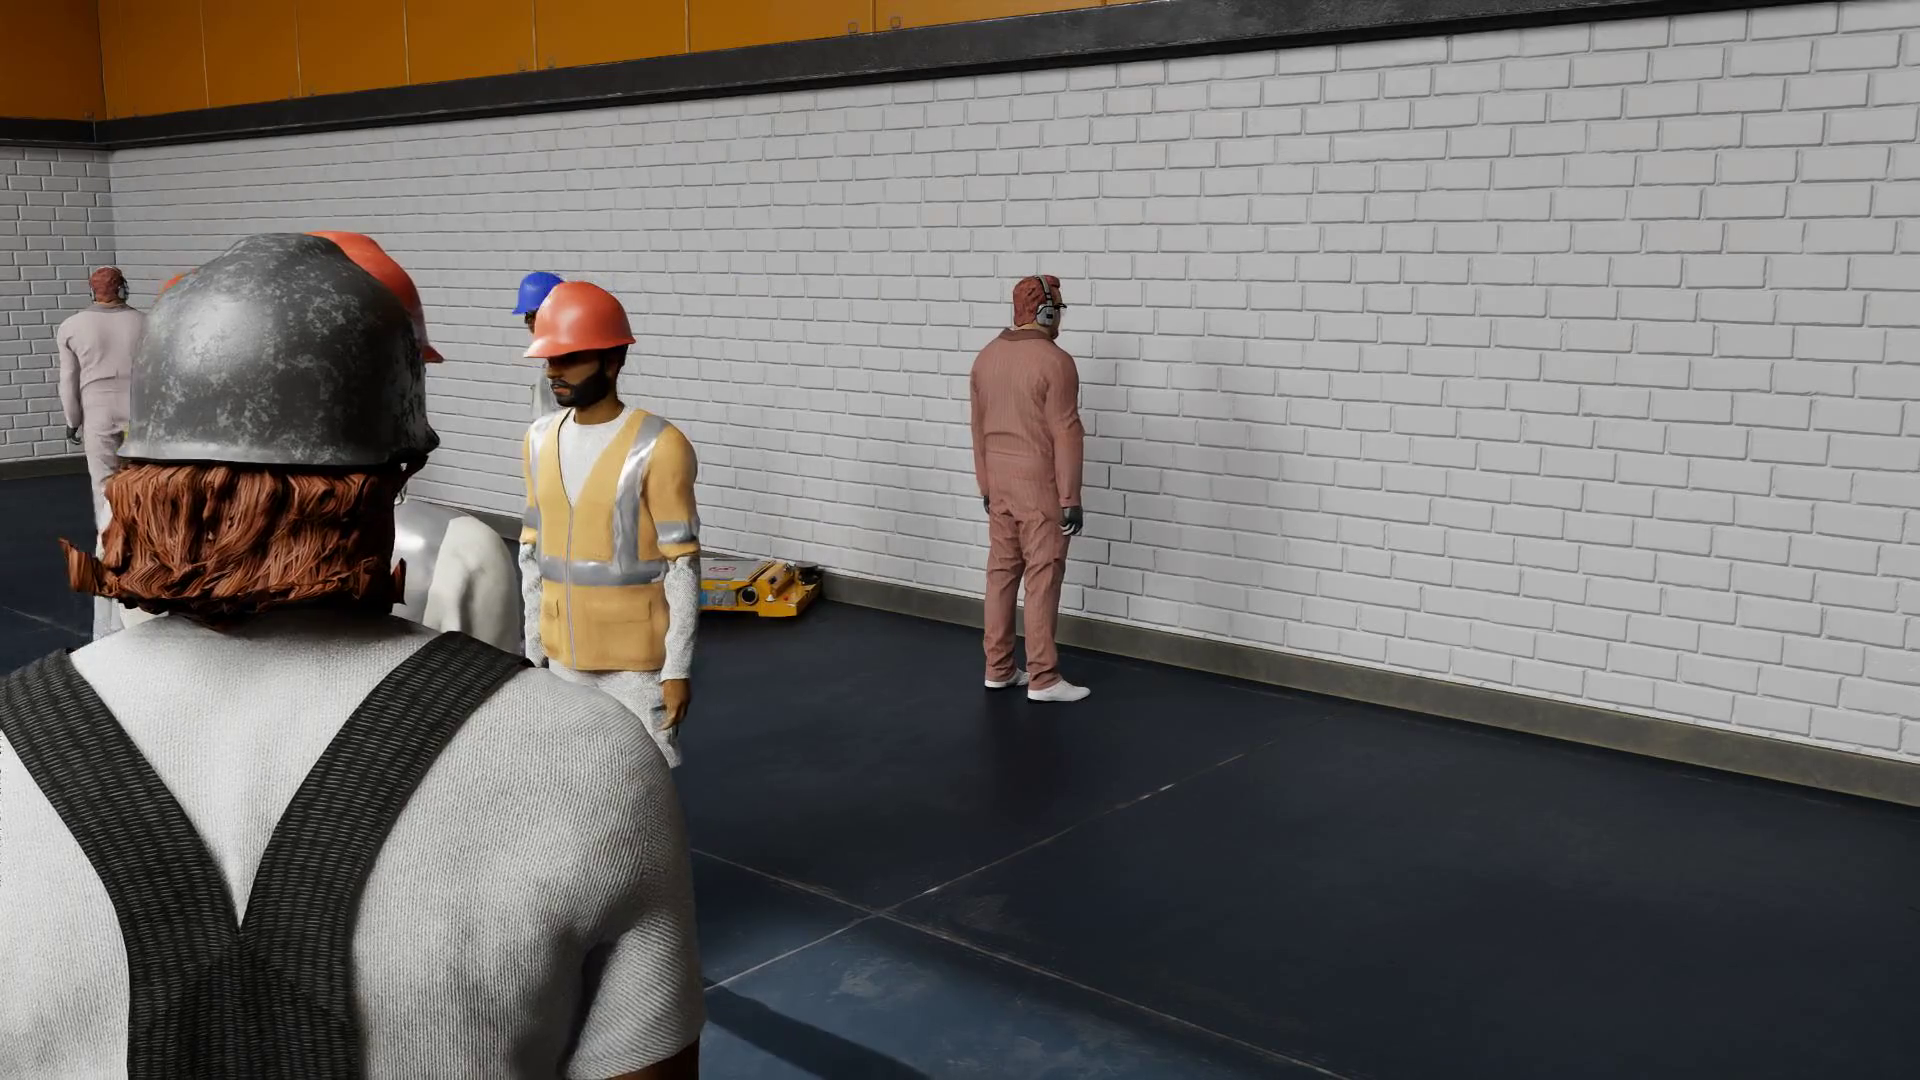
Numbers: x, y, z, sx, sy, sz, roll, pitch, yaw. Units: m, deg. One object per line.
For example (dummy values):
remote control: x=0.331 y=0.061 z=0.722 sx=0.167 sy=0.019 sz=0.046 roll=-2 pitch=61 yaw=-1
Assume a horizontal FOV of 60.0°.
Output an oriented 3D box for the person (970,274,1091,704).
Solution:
person: x=0.336 y=-0.229 z=7.467 sx=0.401 sy=1.907 sz=0.648 roll=-8 pitch=13 yaw=-38

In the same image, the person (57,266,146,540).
person: x=-5.398 y=-0.794 z=10.691 sx=0.652 sy=1.904 sz=0.402 roll=-5 pitch=11 yaw=-27

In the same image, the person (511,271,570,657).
person: x=-1.824 y=-0.355 z=8.198 sx=0.832 sy=1.915 sz=0.631 roll=-3 pitch=10 yaw=-17

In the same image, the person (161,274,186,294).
person: x=-3.574 y=-0.273 z=7.788 sx=0.379 sy=1.899 sz=0.655 roll=-6 pitch=12 yaw=-31

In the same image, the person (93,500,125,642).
person: x=-1.774 y=0.479 z=3.616 sx=0.552 sy=1.843 sz=0.571 roll=-3 pitch=10 yaw=-15

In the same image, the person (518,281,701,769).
person: x=-0.958 y=0.289 z=4.433 sx=0.552 sy=1.934 sz=0.373 roll=5 pitch=11 yaw=26

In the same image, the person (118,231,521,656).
person: x=-0.880 y=0.581 z=2.467 sx=0.607 sy=2.044 sz=0.372 roll=2 pitch=10 yaw=11

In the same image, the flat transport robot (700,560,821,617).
flat transport robot: x=-1.551 y=0.251 z=9.385 sx=1.431 sy=0.197 sz=0.652 roll=1 pitch=10 yaw=7
